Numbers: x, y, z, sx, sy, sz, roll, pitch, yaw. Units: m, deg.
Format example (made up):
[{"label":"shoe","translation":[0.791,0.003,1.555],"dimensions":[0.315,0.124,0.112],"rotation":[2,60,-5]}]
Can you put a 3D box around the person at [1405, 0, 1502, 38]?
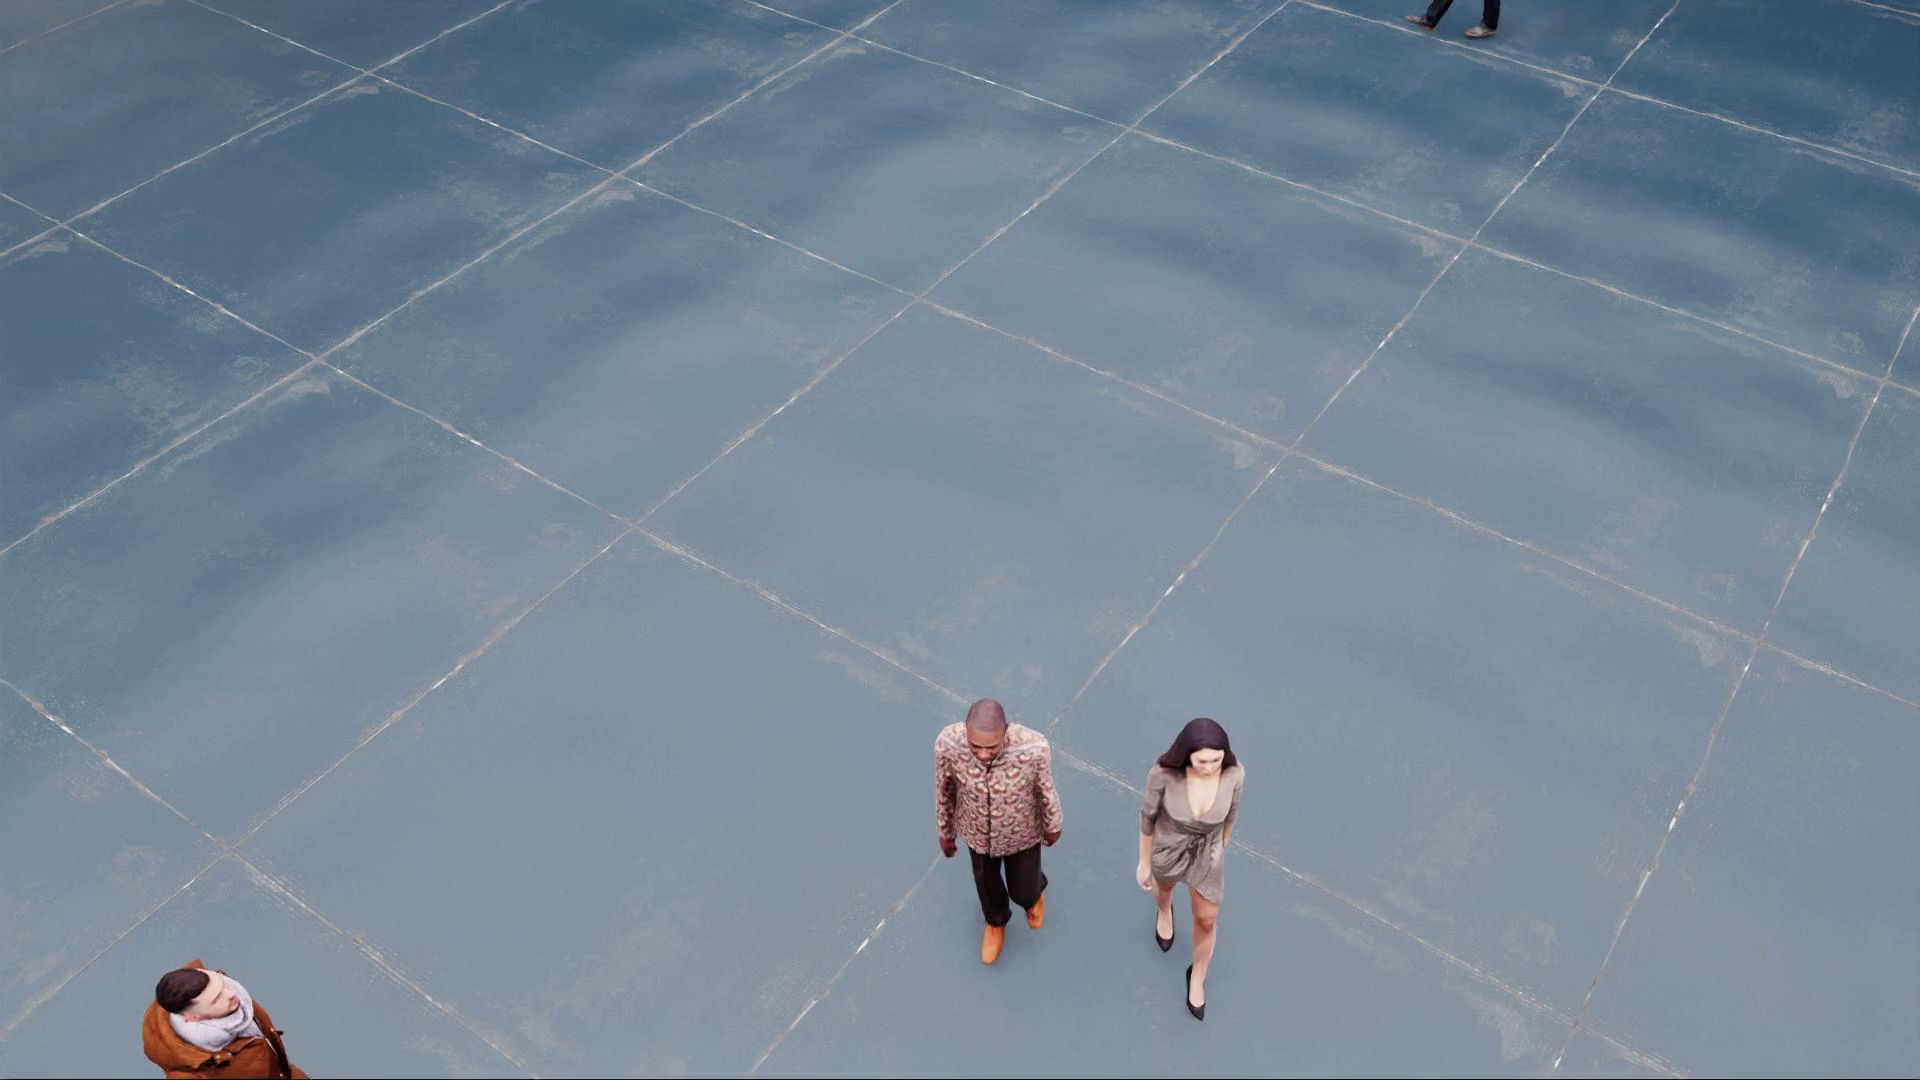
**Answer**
[{"label":"person","translation":[4.673,-5.233,14.515],"dimensions":[1.204,1.783,1.142],"rotation":[-6,43,-7]}]

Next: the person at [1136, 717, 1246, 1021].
[{"label":"person","translation":[1.001,1.324,7.536],"dimensions":[0.905,1.724,0.914],"rotation":[2,43,2]}]

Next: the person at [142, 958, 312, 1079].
[{"label":"person","translation":[-2.849,2.226,6.495],"dimensions":[0.919,1.826,0.851],"rotation":[-9,44,-10]}]

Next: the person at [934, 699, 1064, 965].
[{"label":"person","translation":[0.195,1.223,7.601],"dimensions":[0.847,1.783,0.934],"rotation":[4,43,5]}]
